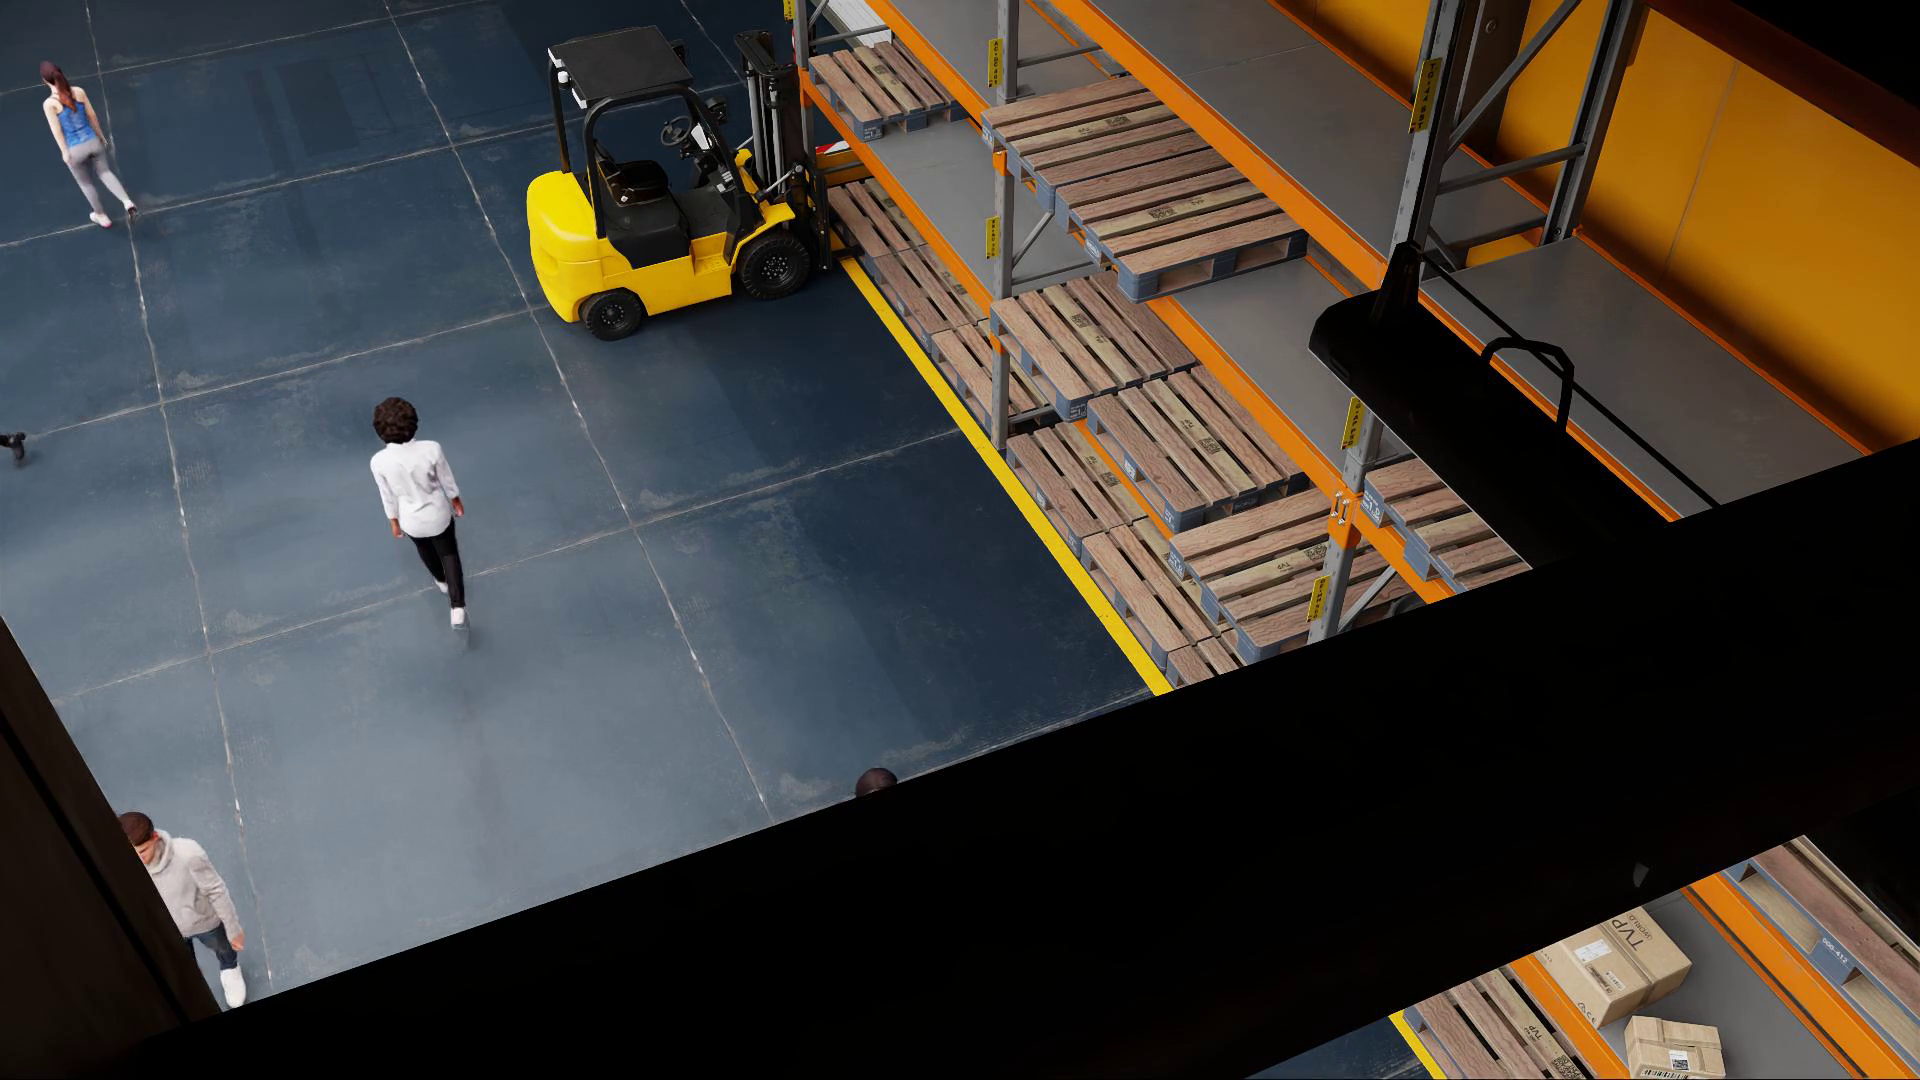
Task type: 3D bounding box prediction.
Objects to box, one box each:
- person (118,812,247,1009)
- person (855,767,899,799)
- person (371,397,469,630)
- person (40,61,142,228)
[{"bbox_3d":[-4.101,1.947,8.827,0.718,1.815,1.132,-16,46,-16],"label":"person"},{"bbox_3d":[-0.534,1.753,9.211,0.902,1.567,1.197,-34,53,-30],"label":"person"},{"bbox_3d":[-3.552,-0.148,11.049,0.686,1.784,1.095,-15,46,-15],"label":"person"},{"bbox_3d":[-7.686,-3.438,14.638,0.951,1.596,0.819,24,49,23],"label":"person"}]
